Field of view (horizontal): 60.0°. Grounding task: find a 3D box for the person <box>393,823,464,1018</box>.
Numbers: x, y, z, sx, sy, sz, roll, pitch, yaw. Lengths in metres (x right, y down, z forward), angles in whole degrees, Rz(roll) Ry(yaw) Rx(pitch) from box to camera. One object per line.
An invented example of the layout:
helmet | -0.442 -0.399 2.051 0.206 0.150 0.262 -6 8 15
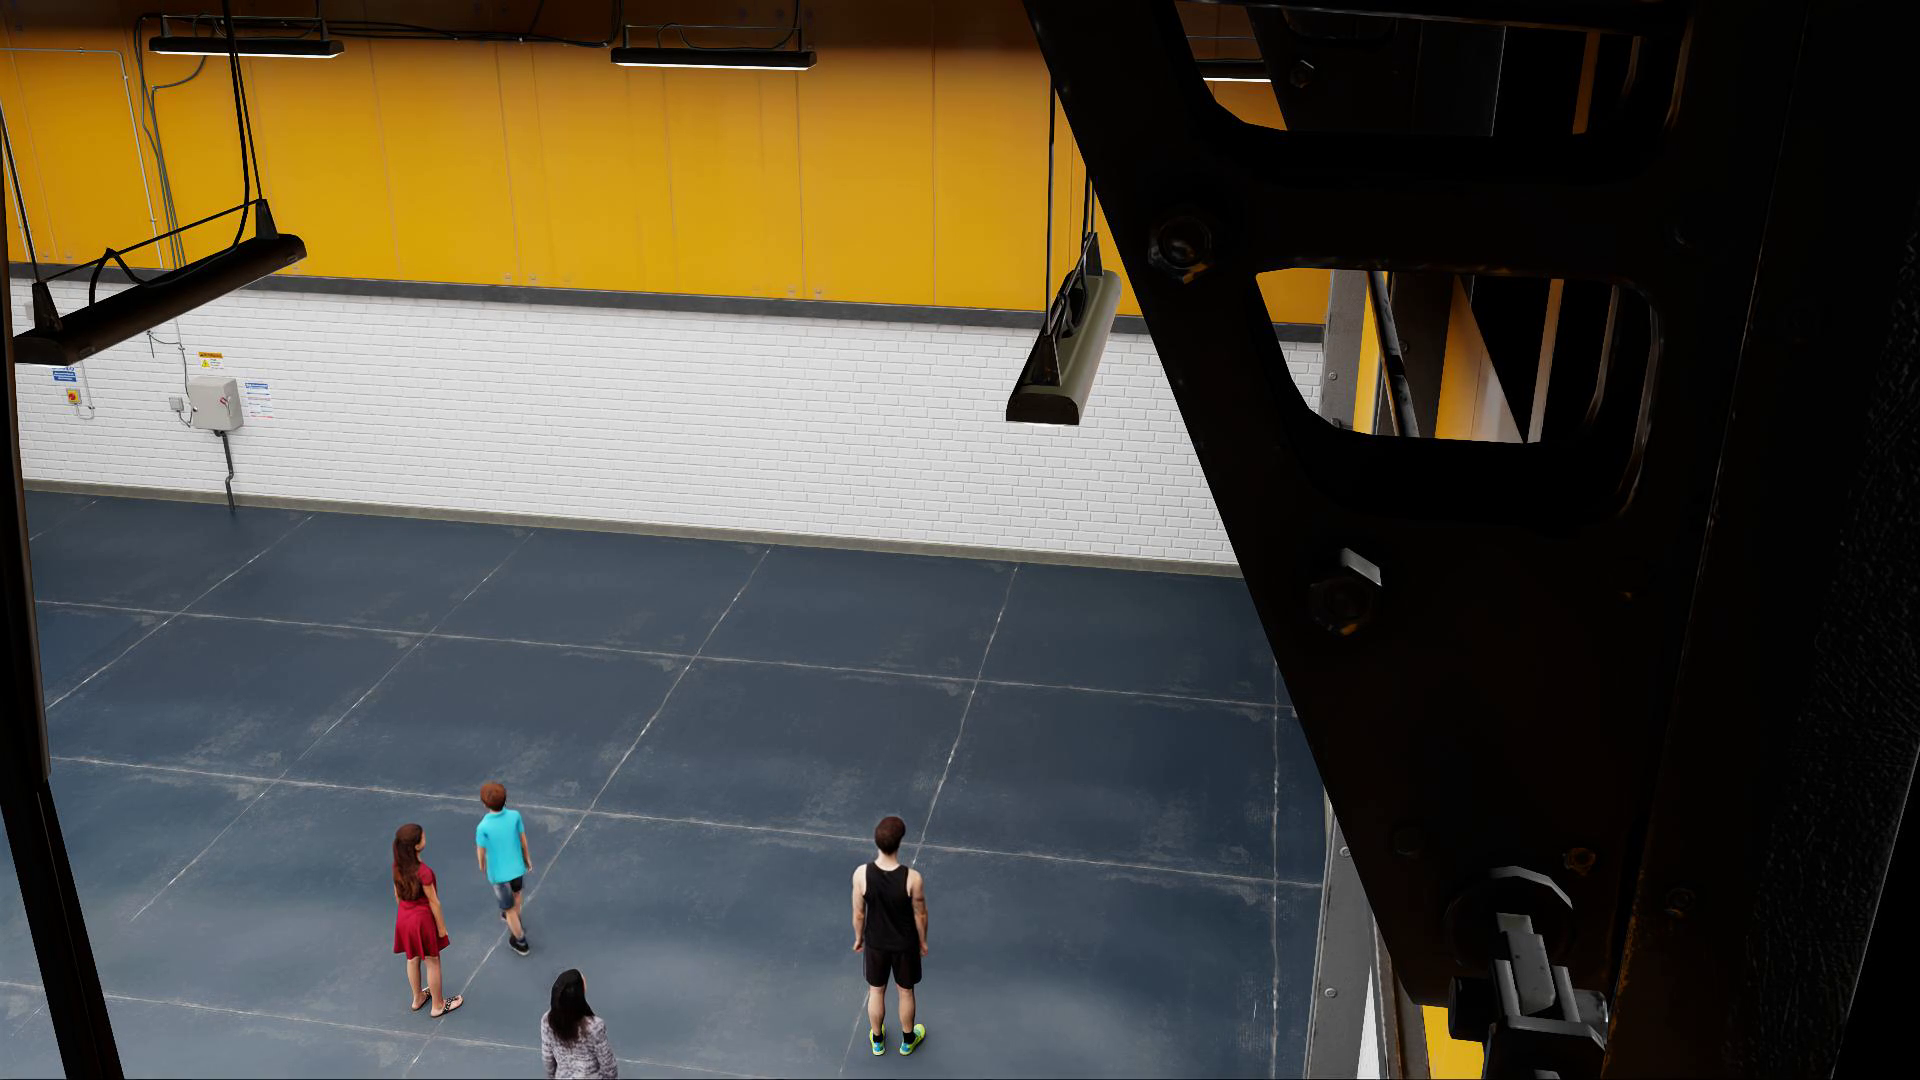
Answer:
person | -3.912 2.735 12.029 0.623 1.552 0.680 12 26 25

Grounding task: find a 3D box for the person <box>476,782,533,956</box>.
person | -3.423 2.524 12.663 0.802 1.432 0.789 21 31 40

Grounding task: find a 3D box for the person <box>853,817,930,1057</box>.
person | -0.480 2.764 11.539 0.694 1.892 0.593 2 24 5

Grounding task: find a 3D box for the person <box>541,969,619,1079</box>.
person | -2.344 3.391 10.302 0.610 1.733 0.518 5 24 11
